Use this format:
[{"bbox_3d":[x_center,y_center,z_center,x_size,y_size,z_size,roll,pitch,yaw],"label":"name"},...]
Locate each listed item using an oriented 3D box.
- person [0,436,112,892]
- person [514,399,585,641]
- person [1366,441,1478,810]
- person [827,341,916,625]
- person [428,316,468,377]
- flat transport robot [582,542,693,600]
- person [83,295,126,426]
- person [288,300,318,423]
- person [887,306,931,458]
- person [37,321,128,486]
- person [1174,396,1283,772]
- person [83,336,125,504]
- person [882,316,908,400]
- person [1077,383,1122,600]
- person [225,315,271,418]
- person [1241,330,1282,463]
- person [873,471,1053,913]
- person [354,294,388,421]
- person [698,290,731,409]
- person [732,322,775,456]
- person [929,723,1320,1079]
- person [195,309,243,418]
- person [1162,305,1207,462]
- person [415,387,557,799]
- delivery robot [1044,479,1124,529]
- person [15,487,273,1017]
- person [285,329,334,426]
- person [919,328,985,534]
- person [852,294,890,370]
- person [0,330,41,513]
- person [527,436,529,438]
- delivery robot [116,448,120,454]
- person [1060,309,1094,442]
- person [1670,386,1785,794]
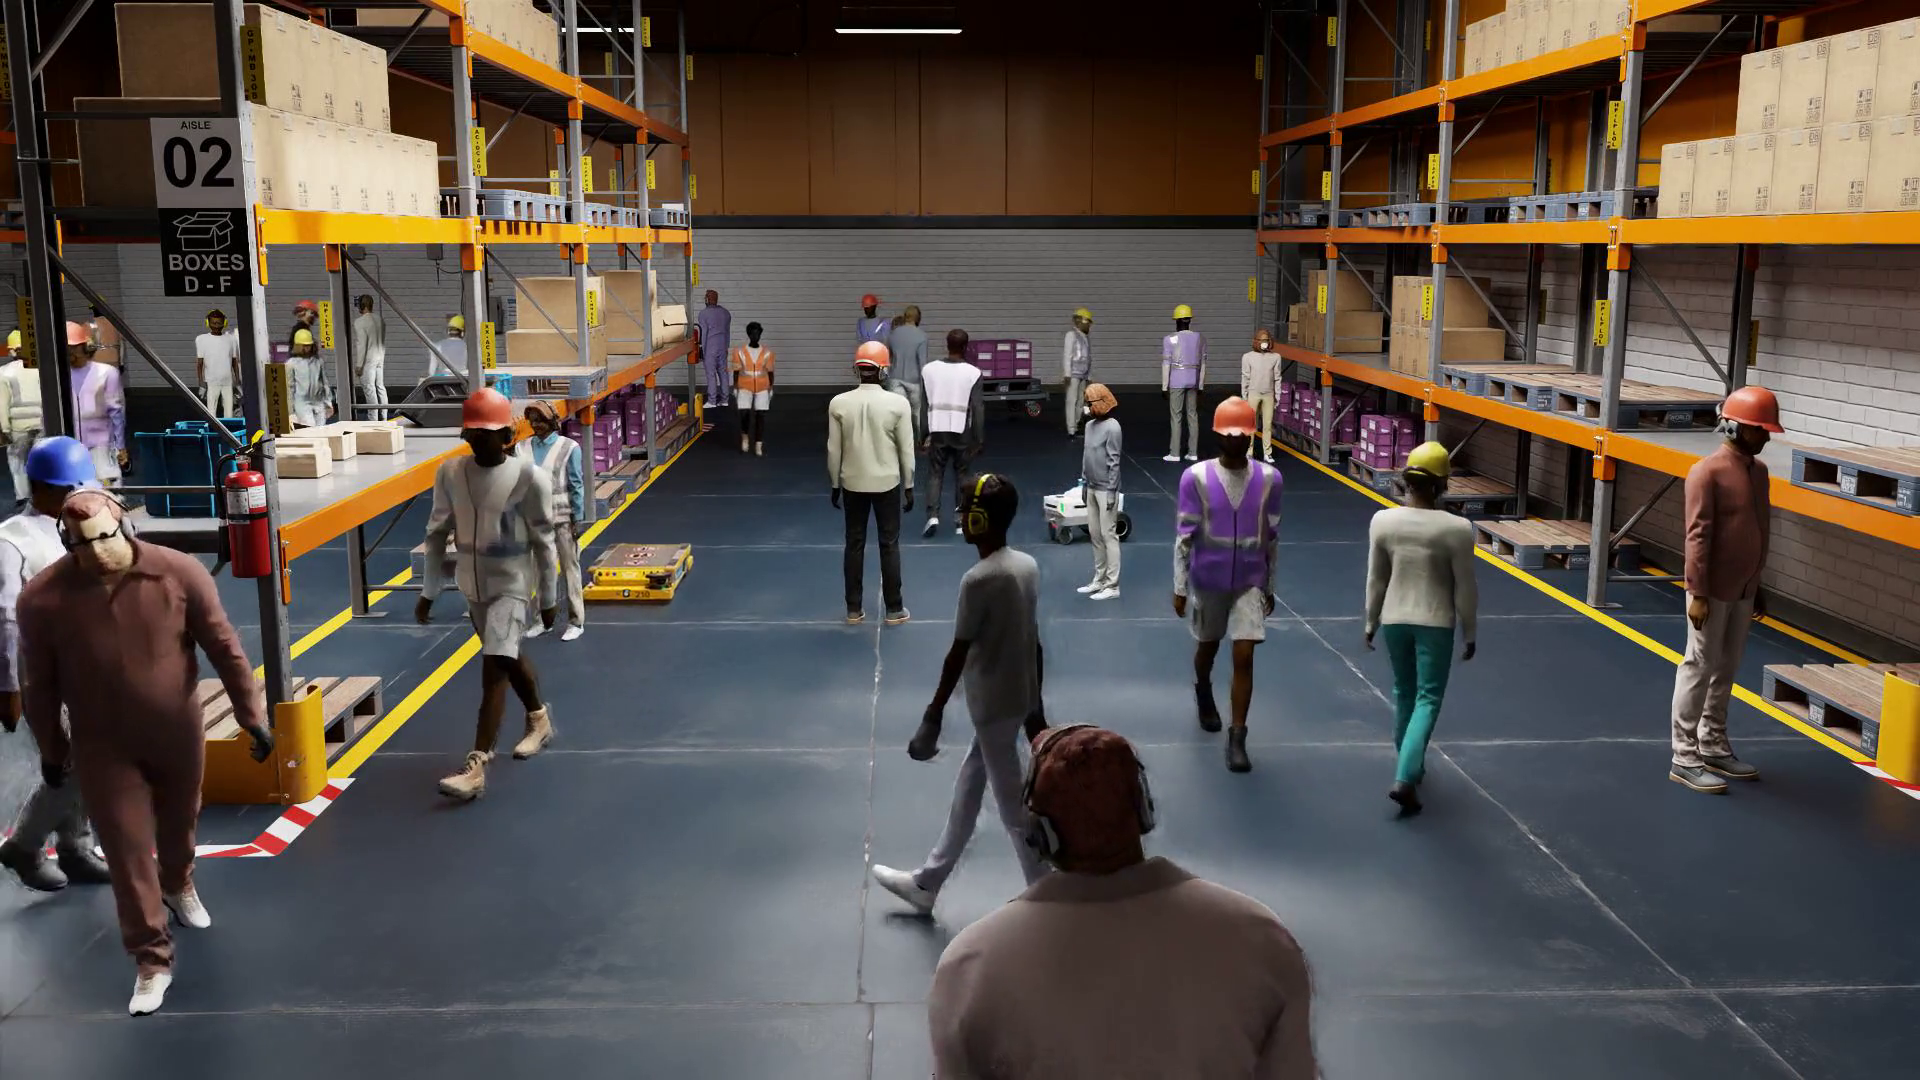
[{"bbox_3d":[-3.639,0.526,6.757,0.479,1.914,0.682,0,10,1],"label":"person"},{"bbox_3d":[-2.764,-0.132,11.219,0.520,1.634,0.312,3,11,16],"label":"person"},{"bbox_3d":[2.194,0.400,7.996,0.540,1.764,0.667,8,13,38],"label":"person"},{"bbox_3d":[-0.615,-0.395,11.676,0.623,1.992,0.396,2,10,10],"label":"person"},{"bbox_3d":[-6.154,-1.836,20.324,0.616,1.771,0.989,0,10,-1],"label":"person"},{"bbox_3d":[-2.499,0.228,13.009,0.652,0.197,1.431,0,10,-2],"label":"flat transport robot"},{"bbox_3d":[-12.357,-2.576,24.032,0.373,1.920,0.585,6,12,29],"label":"person"},{"bbox_3d":[-8.287,-2.039,20.989,0.363,1.956,0.795,-2,10,-12],"label":"person"},{"bbox_3d":[-0.619,-1.971,20.755,0.658,1.875,1.024,5,11,27],"label":"person"},{"bbox_3d":[-7.326,-0.808,13.890,0.641,2.025,0.425,-4,11,-19],"label":"person"},{"bbox_3d":[1.397,0.180,8.739,0.556,1.905,0.915,0,10,1],"label":"person"},{"bbox_3d":[-8.756,-1.188,16.767,0.350,1.758,0.522,5,11,24],"label":"person"},{"bbox_3d":[-0.868,-2.346,23.552,0.499,1.632,0.285,-1,10,-4],"label":"person"},{"bbox_3d":[1.052,-0.369,12.571,0.297,1.622,0.505,-4,11,-22],"label":"person"},{"bbox_3d":[-9.154,-2.087,21.386,0.557,1.885,0.963,-6,12,-29],"label":"person"},{"bbox_3d":[3.657,-1.742,20.213,0.498,1.624,0.280,-1,10,-4],"label":"person"},{"bbox_3d":[0.033,0.654,6.318,0.946,1.828,0.516,4,11,23],"label":"person"},{"bbox_3d":[-8.411,-2.527,23.705,0.359,1.938,0.635,2,10,13],"label":"person"},{"bbox_3d":[-3.992,-3.077,26.858,0.402,1.911,0.639,9,13,39],"label":"person"},{"bbox_3d":[-2.569,-1.883,20.782,0.541,1.686,0.365,-3,10,-14],"label":"person"},{"bbox_3d":[0.287,1.261,2.865,0.673,1.849,0.690,-1,10,-3],"label":"person"},{"bbox_3d":[-9.063,-1.892,20.385,0.518,1.865,0.328,-8,13,-39],"label":"person"},{"bbox_3d":[2.724,-1.913,20.356,0.588,1.919,0.401,-4,11,-21],"label":"person"},{"bbox_3d":[-2.314,0.230,8.256,0.613,1.982,1.107,3,11,19],"label":"person"},{"bbox_3d":[1.108,-0.303,14.914,0.707,0.478,0.477,-6,12,-29],"label":"delivery robot"},{"bbox_3d":[-2.990,0.681,6.113,0.765,1.849,0.961,-6,12,-30],"label":"person"},{"bbox_3d":[-7.434,-1.545,18.871,0.752,1.711,0.495,7,13,35],"label":"person"},{"bbox_3d":[-0.074,-0.981,15.221,0.642,1.899,0.558,3,11,16],"label":"person"},{"bbox_3d":[-1.335,-2.653,24.478,0.547,1.912,0.683,6,12,29],"label":"person"},{"bbox_3d":[-9.188,-1.160,16.432,0.457,1.815,0.607,10,14,43],"label":"person"},{"bbox_3d":[-5.477,-2.050,21.348,0.622,1.837,0.428,-7,12,-34],"label":"person"},{"bbox_3d":[-9.798,-0.995,18.768,0.477,0.478,0.707,1,10,8],"label":"delivery robot"},{"bbox_3d":[1.573,-2.214,22.438,0.405,1.780,0.661,5,11,27],"label":"person"},{"bbox_3d":[3.780,0.235,8.181,0.611,1.988,0.391,-8,13,-36],"label":"person"}]
